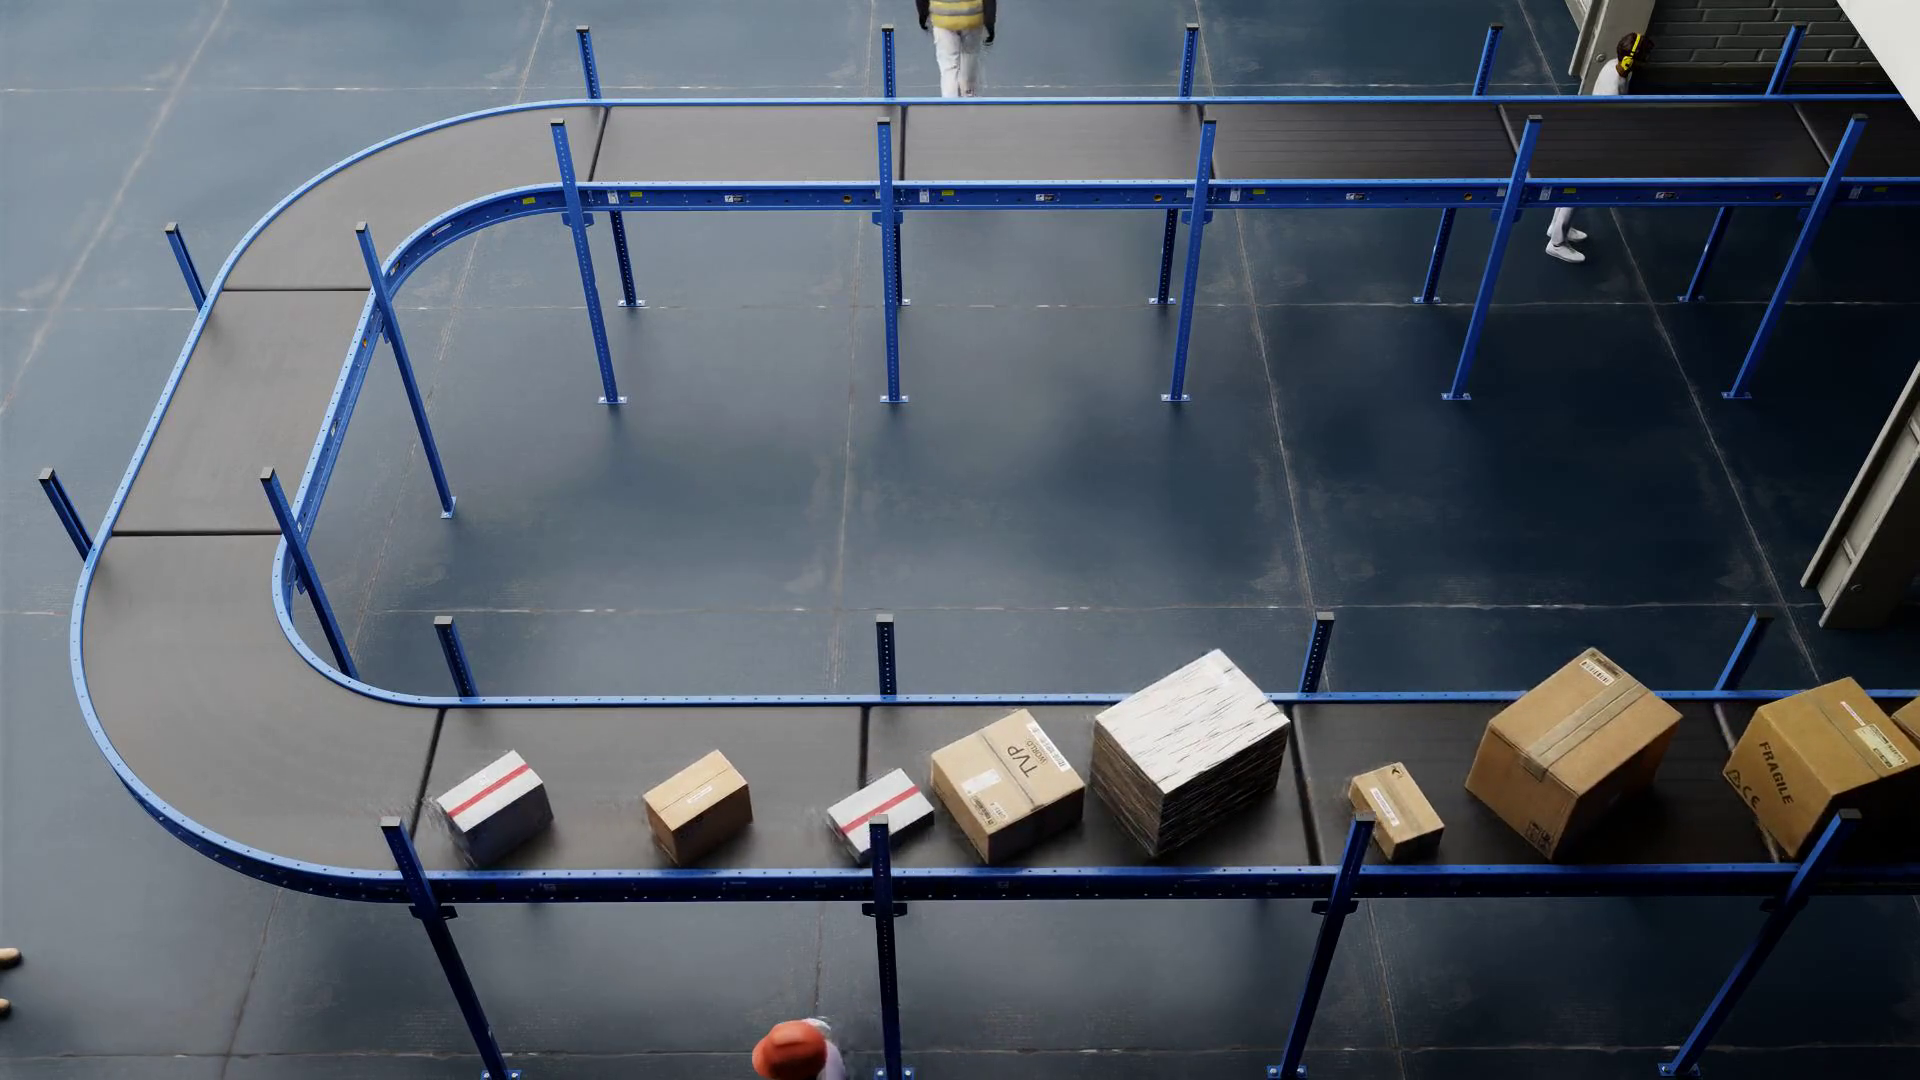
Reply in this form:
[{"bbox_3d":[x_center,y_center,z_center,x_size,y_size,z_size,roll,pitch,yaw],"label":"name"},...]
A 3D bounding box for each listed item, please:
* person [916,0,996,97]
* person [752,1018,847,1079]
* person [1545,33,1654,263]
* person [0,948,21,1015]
[{"bbox_3d":[-0.032,-4.288,14.051,0.651,1.788,0.939,-3,47,-3],"label":"person"},{"bbox_3d":[-0.576,2.595,7.562,0.961,1.900,0.545,1,47,0],"label":"person"},{"bbox_3d":[4.724,-2.917,12.731,0.311,1.860,0.500,11,48,10],"label":"person"},{"bbox_3d":[-5.116,1.764,8.466,0.317,1.699,0.540,-6,47,-6],"label":"person"}]
